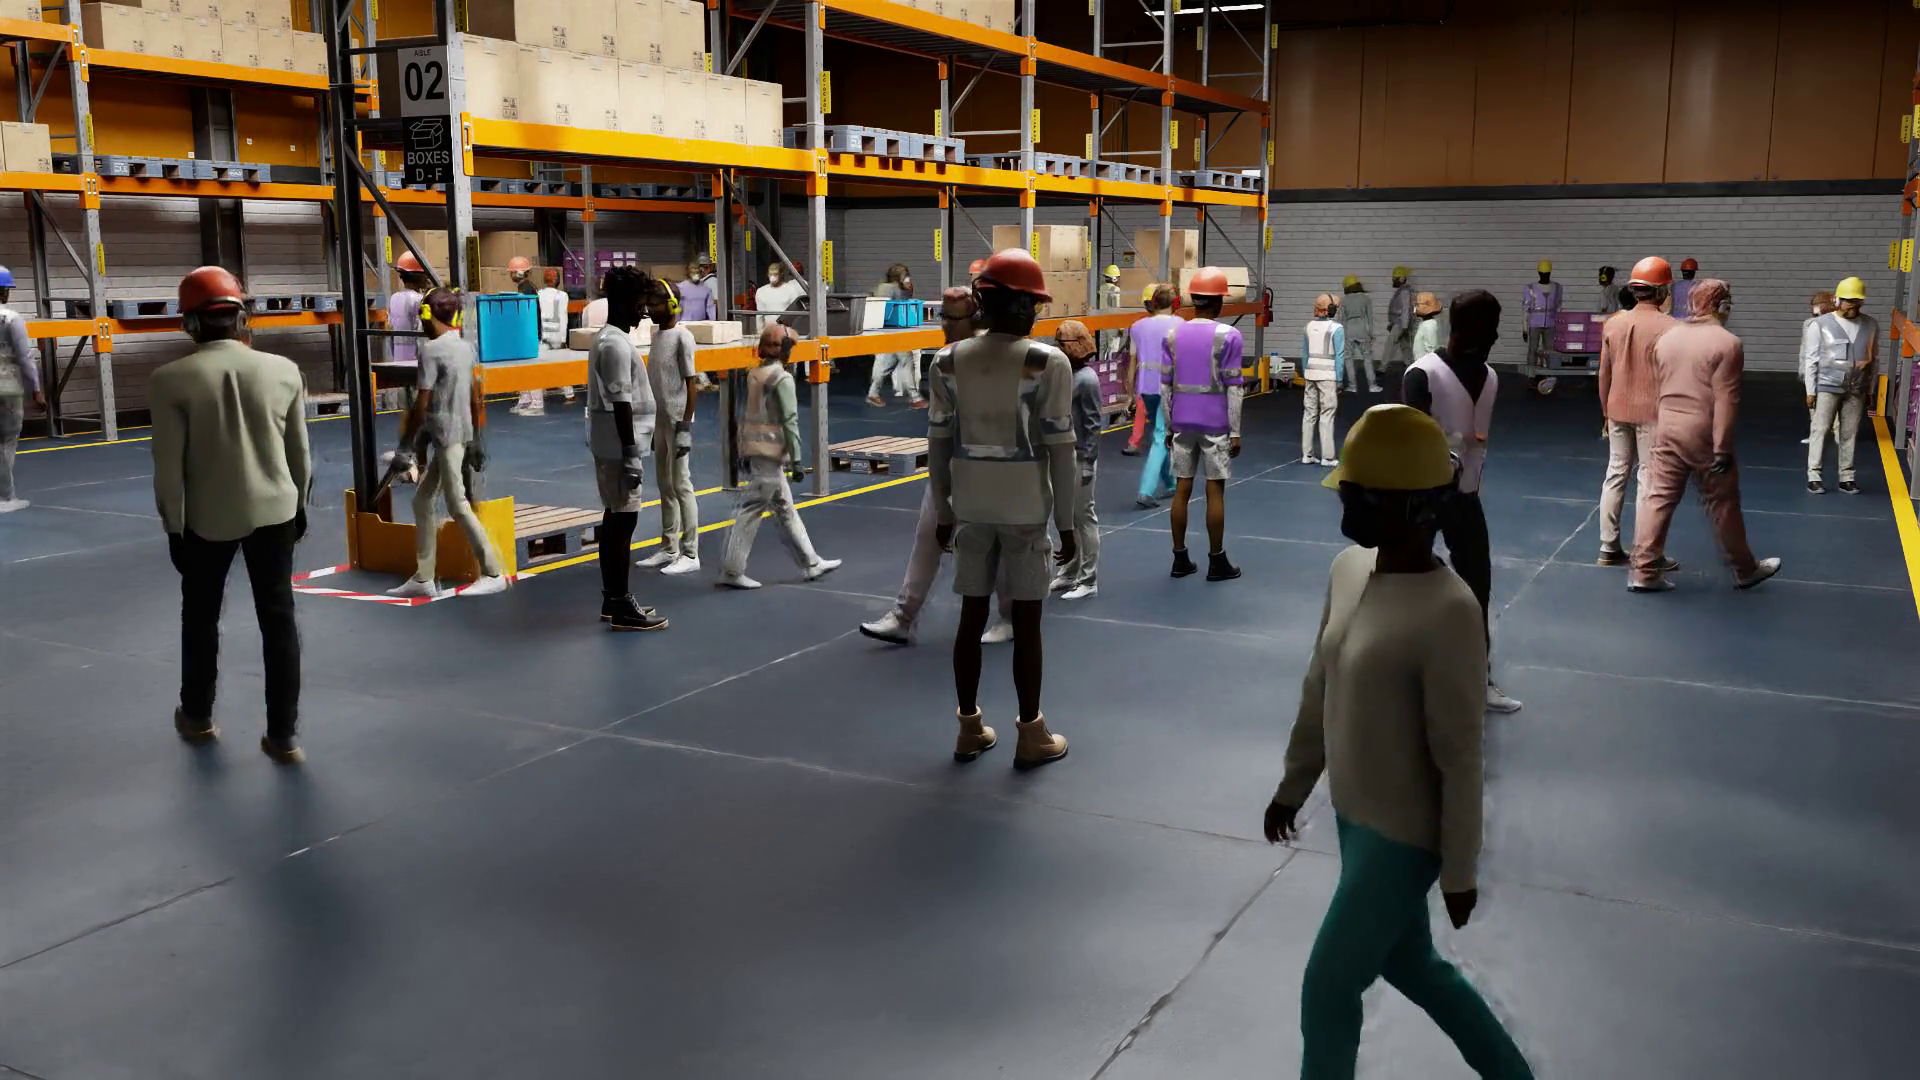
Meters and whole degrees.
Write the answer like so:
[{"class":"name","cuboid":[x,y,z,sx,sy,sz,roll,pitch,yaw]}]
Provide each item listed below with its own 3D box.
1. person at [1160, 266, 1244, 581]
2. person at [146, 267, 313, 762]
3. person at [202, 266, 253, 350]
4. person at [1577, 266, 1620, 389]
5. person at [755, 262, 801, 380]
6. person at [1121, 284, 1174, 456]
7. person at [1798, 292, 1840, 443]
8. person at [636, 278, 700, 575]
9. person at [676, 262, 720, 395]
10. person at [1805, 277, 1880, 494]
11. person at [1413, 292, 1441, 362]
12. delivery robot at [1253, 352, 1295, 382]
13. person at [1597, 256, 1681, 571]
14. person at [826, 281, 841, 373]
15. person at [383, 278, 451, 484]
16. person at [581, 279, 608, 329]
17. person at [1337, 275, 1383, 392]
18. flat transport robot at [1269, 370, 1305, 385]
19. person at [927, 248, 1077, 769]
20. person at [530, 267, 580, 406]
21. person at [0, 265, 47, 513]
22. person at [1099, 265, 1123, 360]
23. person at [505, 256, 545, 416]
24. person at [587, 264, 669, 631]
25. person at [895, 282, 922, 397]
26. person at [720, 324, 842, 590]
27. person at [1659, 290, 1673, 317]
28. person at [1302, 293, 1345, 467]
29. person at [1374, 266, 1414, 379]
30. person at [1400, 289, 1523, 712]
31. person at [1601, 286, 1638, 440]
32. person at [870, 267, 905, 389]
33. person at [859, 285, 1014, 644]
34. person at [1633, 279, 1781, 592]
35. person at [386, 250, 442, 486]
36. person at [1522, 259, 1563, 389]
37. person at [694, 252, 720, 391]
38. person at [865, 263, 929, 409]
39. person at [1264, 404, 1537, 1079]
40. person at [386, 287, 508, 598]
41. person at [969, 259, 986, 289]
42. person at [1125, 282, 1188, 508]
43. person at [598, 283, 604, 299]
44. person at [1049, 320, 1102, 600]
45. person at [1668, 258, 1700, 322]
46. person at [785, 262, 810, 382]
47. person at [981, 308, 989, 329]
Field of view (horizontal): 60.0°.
[{"class":"person","cuboid":[1.508,-0.715,10.311,0.547,1.939,0.376,7,12,35]},{"class":"person","cuboid":[-2.961,-0.111,6.771,0.642,1.957,0.916,-7,12,-37]},{"class":"person","cuboid":[-5.254,-0.992,11.937,0.378,1.928,0.550,-7,12,-35]},{"class":"person","cuboid":[9.596,-3.115,24.517,0.505,1.846,0.827,-8,12,-37]},{"class":"person","cuboid":[-2.393,-2.712,21.989,0.644,1.931,0.674,2,10,9]},{"class":"person","cuboid":[1.977,-1.699,16.656,0.539,1.716,0.926,6,12,32]},{"class":"person","cuboid":[9.201,-1.809,17.626,0.504,1.607,0.560,-8,12,-37]},{"class":"person","cuboid":[-1.852,-0.716,10.538,0.329,1.865,0.508,-8,12,-37]},{"class":"person","cuboid":[-3.733,-3.012,23.746,0.993,1.881,0.617,9,13,42]},{"class":"person","cuboid":[7.403,-1.286,13.960,0.585,1.823,0.403,1,10,4]},{"class":"person","cuboid":[4.632,-1.649,16.607,0.278,1.630,0.498,2,10,11]},{"class":"delivery robot","cuboid":[4.643,-2.538,24.586,0.477,0.478,0.707,-4,11,-22]},{"class":"person","cuboid":[4.353,-0.797,10.616,0.374,1.997,0.613,-6,11,-29]},{"class":"person","cuboid":[-2.293,-3.725,28.016,0.621,1.845,0.429,6,11,30]},{"class":"person","cuboid":[-4.570,-1.330,14.239,0.729,1.818,0.557,-3,10,-15]},{"class":"person","cuboid":[-3.303,-1.686,16.320,0.662,1.800,0.910,6,12,33]},{"class":"person","cuboid":[5.840,-3.004,24.256,0.700,1.694,0.329,1,10,6]},{"class":"flat transport robot","cuboid":[4.547,-2.481,25.358,1.431,0.197,0.652,-1,10,-7]},{"class":"person","cuboid":[0.183,-0.120,6.580,0.614,2.035,0.391,5,11,25]},{"class":"person","cuboid":[-5.441,-2.682,22.015,0.587,1.840,0.984,3,10,19]},{"class":"person","cuboid":[-7.470,-1.180,13.009,0.627,1.927,0.492,4,11,23]},{"class":"person","cuboid":[2.352,-3.367,25.970,0.403,1.829,0.603,-7,12,-37]},{"class":"person","cuboid":[-5.462,-2.515,20.647,0.598,1.976,0.617,-2,10,-13]},{"class":"person","cuboid":[-1.810,-0.493,8.962,0.378,1.959,0.604,-4,10,-20]},{"class":"person","cuboid":[-0.738,-2.820,23.367,0.511,1.638,0.308,-2,10,-10]},{"class":"person","cuboid":[-1.094,-0.500,10.029,0.827,1.585,0.549,-5,11,-26]},{"class":"person","cuboid":[8.725,-2.571,21.112,0.384,1.917,0.593,-5,11,-27]},{"class":"person","cuboid":[3.440,-1.511,15.776,0.315,1.641,0.514,-6,12,-32]},{"class":"person","cuboid":[6.962,-3.489,26.786,0.836,1.801,0.596,2,10,14]},{"class":"person","cuboid":[2.168,-0.210,7.592,0.609,1.876,0.965,-6,12,-32]},{"class":"person","cuboid":[7.321,-1.921,18.069,0.761,1.666,0.543,-2,10,-11]},{"class":"person","cuboid":[-1.058,-3.126,24.633,0.641,1.820,0.638,5,11,25]},{"class":"person","cuboid":[-0.046,-0.346,8.443,0.957,1.852,0.631,-8,12,-37]},{"class":"person","cuboid":[4.465,-0.608,9.917,0.971,1.854,0.662,-4,11,-22]},{"class":"person","cuboid":[-4.734,-1.495,14.518,0.385,2.045,0.605,-10,14,-44]},{"class":"person","cuboid":[8.698,-3.210,24.799,0.612,1.927,0.378,0,10,0]},{"class":"person","cuboid":[-3.768,-3.211,24.463,0.536,2.000,0.676,-3,10,-17]},{"class":"person","cuboid":[-0.828,-2.651,21.667,1.018,1.893,0.638,4,10,20]},{"class":"person","cuboid":[0.932,0.569,3.476,0.851,1.730,0.523,-2,10,-9]},{"class":"person","cuboid":[-3.029,-0.559,9.771,0.694,1.829,0.486,-2,10,-9]},{"class":"person","cuboid":[0.235,-2.524,20.784,0.360,1.939,0.543,1,10,8]},{"class":"person","cuboid":[1.631,-1.171,13.382,0.581,1.795,1.007,7,12,34]},{"class":"person","cuboid":[-3.750,-1.896,17.717,0.558,1.741,0.585,1,10,8]},{"class":"person","cuboid":[0.661,-0.467,9.752,0.283,1.634,0.498,-4,10,-21]},{"class":"person","cuboid":[10.972,-3.282,25.167,0.361,1.939,0.543,-8,13,-39]},{"class":"person","cuboid":[-2.551,-3.422,26.153,0.576,1.878,0.352,-4,10,-20]},{"class":"person","cuboid":[0.241,-0.982,12.557,0.535,1.697,0.318,3,10,19]}]
